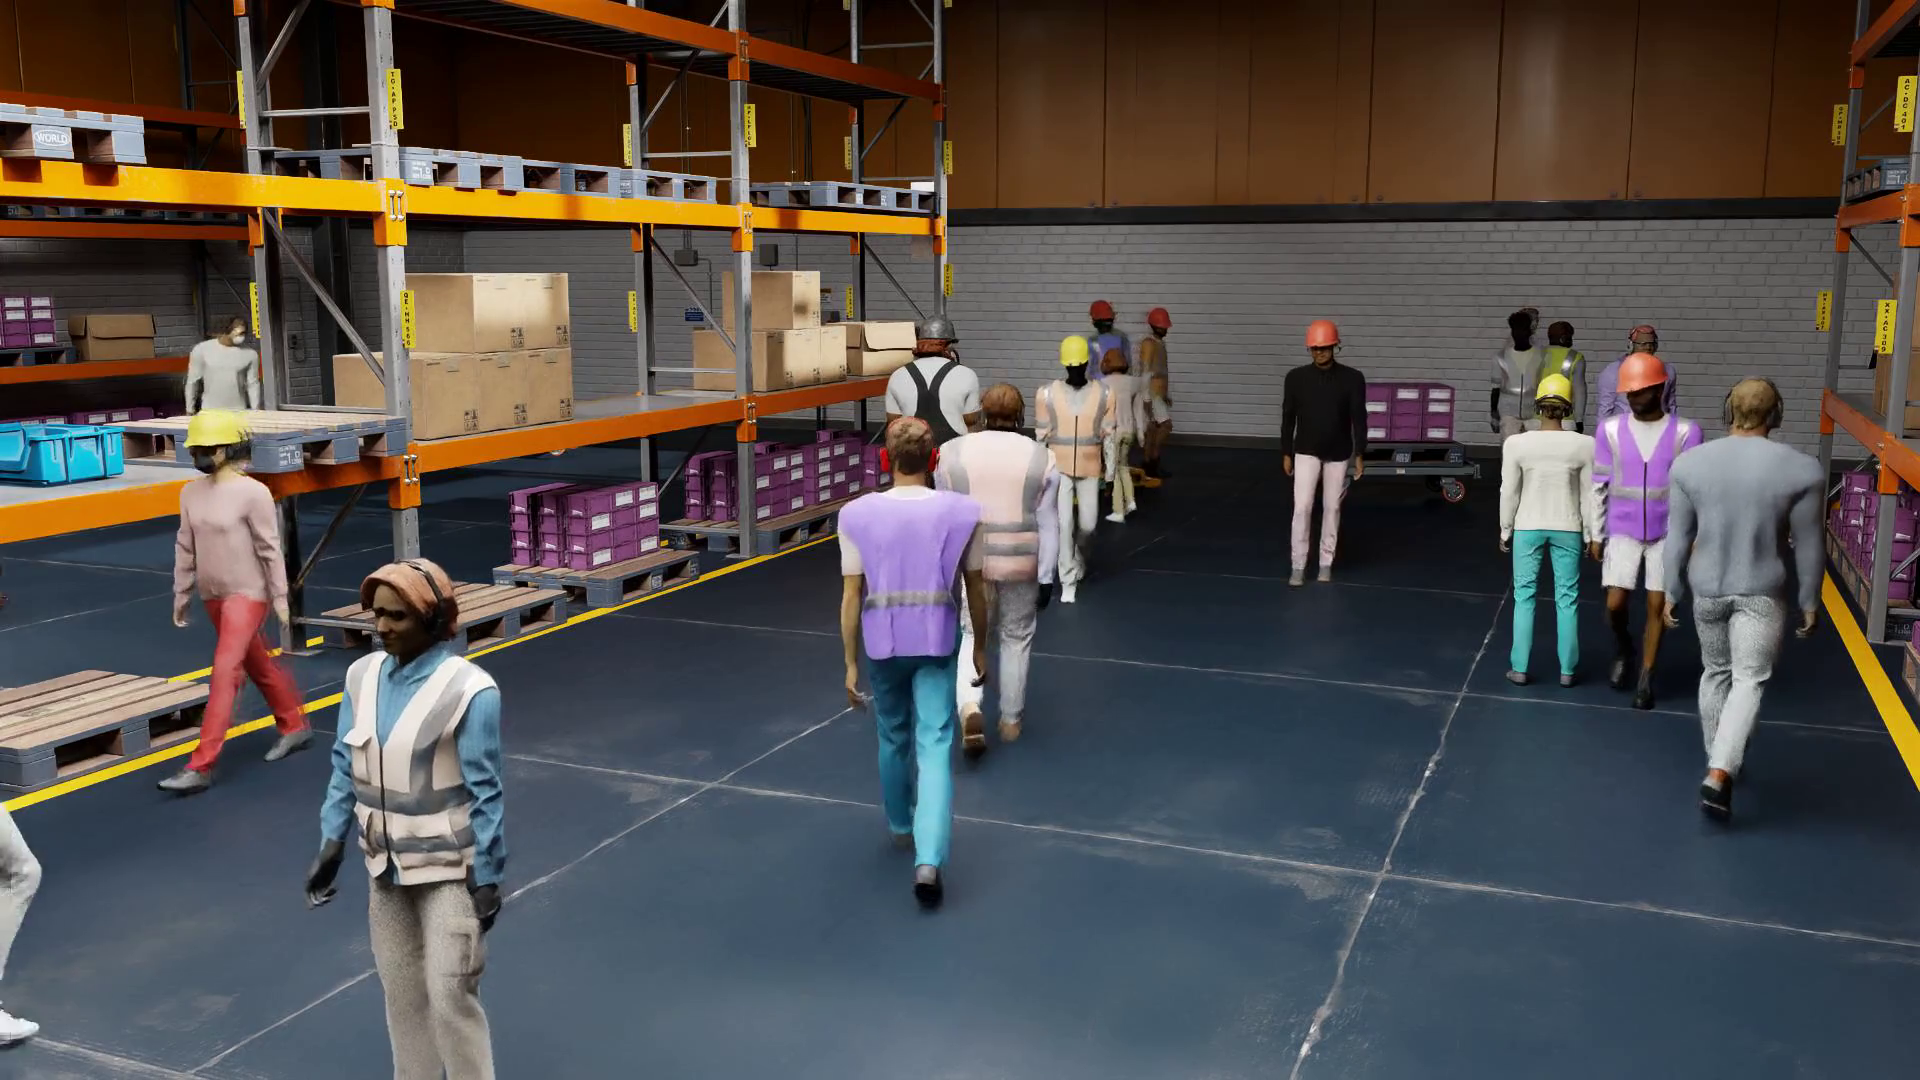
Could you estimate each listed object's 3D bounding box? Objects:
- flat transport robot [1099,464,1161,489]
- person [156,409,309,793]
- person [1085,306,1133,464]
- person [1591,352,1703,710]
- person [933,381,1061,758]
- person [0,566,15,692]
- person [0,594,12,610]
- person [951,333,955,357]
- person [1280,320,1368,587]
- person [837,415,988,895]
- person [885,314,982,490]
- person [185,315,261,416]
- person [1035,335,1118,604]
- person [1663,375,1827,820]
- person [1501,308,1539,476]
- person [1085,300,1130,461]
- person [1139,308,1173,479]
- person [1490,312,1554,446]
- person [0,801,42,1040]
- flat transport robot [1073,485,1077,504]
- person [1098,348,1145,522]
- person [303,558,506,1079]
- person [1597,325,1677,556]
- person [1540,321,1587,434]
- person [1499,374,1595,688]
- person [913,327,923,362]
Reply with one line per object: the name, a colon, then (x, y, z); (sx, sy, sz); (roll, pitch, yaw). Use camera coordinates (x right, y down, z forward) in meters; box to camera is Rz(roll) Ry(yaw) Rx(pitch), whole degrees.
flat transport robot: (1.355, -0.648, 17.518); (1.431, 0.197, 0.652); (-6, 11, -30)
person: (-3.374, 0.255, 7.657); (0.541, 1.714, 0.933); (4, 10, 24)
person: (1.658, -1.695, 18.889); (0.561, 1.914, 0.460); (-3, 10, -18)
person: (3.668, -0.050, 8.920); (0.550, 1.915, 0.472); (4, 10, 25)
person: (0.173, 0.140, 8.071); (0.629, 1.823, 0.784); (0, 9, 2)
person: (-5.373, 0.110, 8.610); (0.490, 1.695, 0.912); (4, 10, 23)
person: (-6.713, -0.325, 10.707); (0.639, 1.887, 1.039); (6, 11, 34)
person: (-0.208, -1.644, 19.053); (0.327, 1.764, 0.531); (-6, 11, -34)
person: (2.676, -0.625, 12.257); (0.627, 1.956, 0.832); (2, 10, 11)
person: (-0.176, 0.423, 6.415); (0.582, 1.808, 0.964); (0, 9, -2)
person: (-0.155, -0.580, 11.753); (0.674, 2.000, 0.537); (2, 10, 14)
person: (-7.204, -1.233, 16.194); (0.776, 1.901, 0.373); (-5, 11, -27)
person: (0.823, -0.524, 11.897); (0.591, 1.892, 0.698); (0, 9, 0)
person: (3.383, 0.237, 7.246); (0.642, 1.910, 0.954); (7, 12, 36)
person: (6.260, -1.623, 18.502); (0.403, 1.904, 0.637); (1, 9, 4)
person: (1.667, -1.780, 19.217); (0.634, 1.973, 0.467); (-7, 12, -37)
person: (2.228, -1.613, 18.451); (0.509, 1.904, 0.542); (3, 10, 16)
person: (5.436, -1.235, 16.049); (0.638, 1.935, 0.623); (4, 10, 24)
person: (-3.001, 0.743, 4.978); (0.522, 1.618, 0.425); (5, 11, 28)
flat transport robot: (0.610, -0.522, 16.757); (0.652, 0.197, 1.431); (-6, 11, -31)
person: (1.457, -0.969, 15.420); (0.507, 1.611, 0.391); (-6, 11, -30)
person: (-1.397, 0.859, 4.286); (0.531, 1.636, 0.365); (5, 11, 30)
person: (5.453, -0.776, 13.392); (0.631, 1.899, 0.404); (-1, 9, -4)
person: (5.715, -1.176, 15.980); (0.430, 1.840, 0.625); (-9, 13, -42)
person: (3.299, -0.048, 9.359); (0.526, 1.768, 0.330); (3, 10, 16)
person: (-0.602, -1.829, 20.589); (0.567, 1.617, 0.541); (7, 12, 38)
